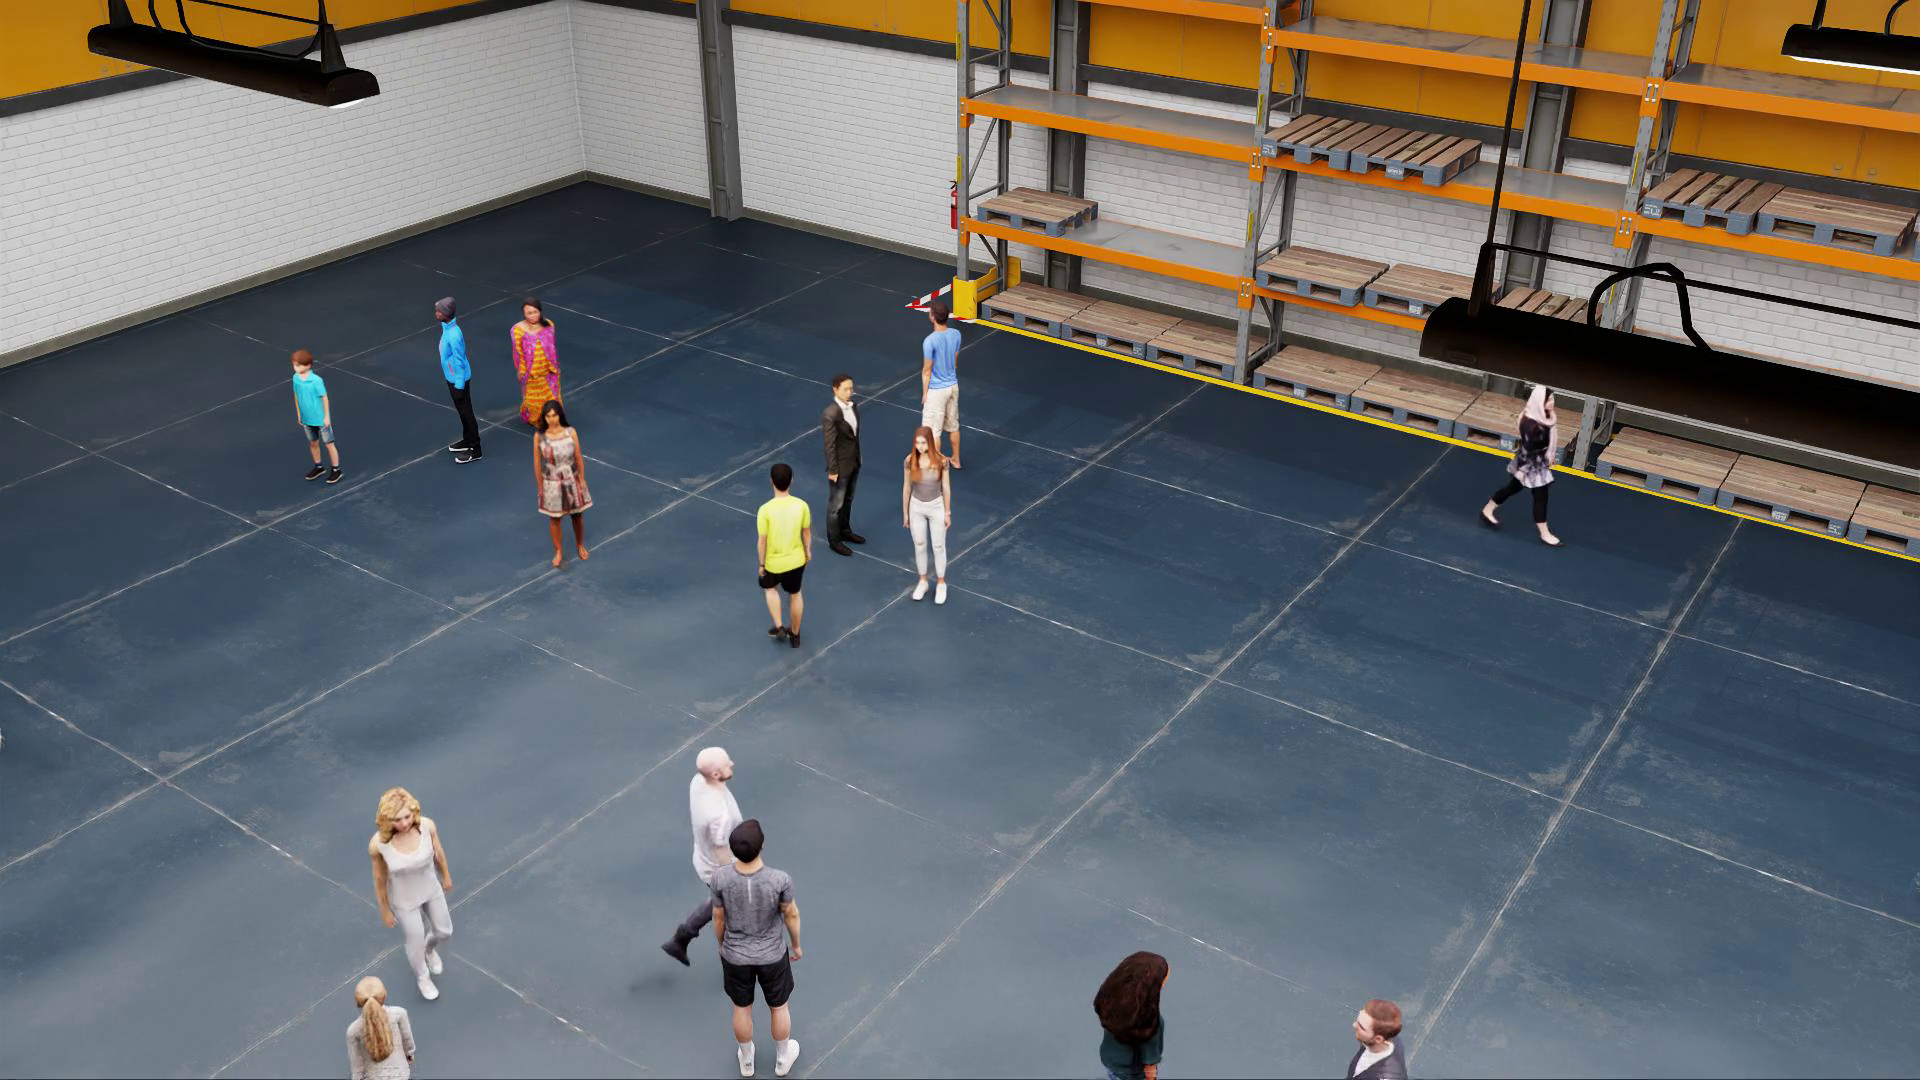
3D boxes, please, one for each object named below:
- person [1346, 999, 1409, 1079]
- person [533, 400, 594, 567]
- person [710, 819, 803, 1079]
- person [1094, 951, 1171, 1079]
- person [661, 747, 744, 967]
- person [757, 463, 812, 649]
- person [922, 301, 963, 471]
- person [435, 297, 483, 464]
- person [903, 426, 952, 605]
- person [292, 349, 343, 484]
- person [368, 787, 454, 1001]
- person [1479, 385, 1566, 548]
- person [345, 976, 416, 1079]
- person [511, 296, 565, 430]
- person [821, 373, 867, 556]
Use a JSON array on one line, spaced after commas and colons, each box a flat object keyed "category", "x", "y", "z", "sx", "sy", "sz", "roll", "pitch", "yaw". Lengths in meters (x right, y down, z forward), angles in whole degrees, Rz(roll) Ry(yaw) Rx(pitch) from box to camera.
[{"category": "person", "x": 2.195, "y": 3.115, "z": 8.574, "sx": 0.988, "sy": 1.923, "sz": 0.889, "roll": 3, "pitch": 29, "yaw": 5}, {"category": "person", "x": -3.736, "y": -0.561, "z": 15.602, "sx": 0.729, "sy": 1.646, "sz": 0.755, "roll": -8, "pitch": 30, "yaw": -15}, {"category": "person", "x": -1.218, "y": 2.433, "z": 9.878, "sx": 0.689, "sy": 1.871, "sz": 0.797, "roll": 0, "pitch": 29, "yaw": 1}, {"category": "person", "x": 0.878, "y": 2.953, "z": 9.210, "sx": 0.784, "sy": 1.598, "sz": 0.728, "roll": -17, "pitch": 33, "yaw": -28}, {"category": "person", "x": -1.600, "y": 2.082, "z": 10.583, "sx": 1.039, "sy": 1.813, "sz": 1.037, "roll": -10, "pitch": 30, "yaw": -18}, {"category": "person", "x": -1.480, "y": 0.180, "z": 14.194, "sx": 0.765, "sy": 1.694, "sz": 0.799, "roll": -10, "pitch": 30, "yaw": -18}, {"category": "person", "x": -0.184, "y": -1.569, "z": 17.225, "sx": 0.681, "sy": 1.861, "sz": 0.627, "roll": -25, "pitch": 37, "yaw": -38}, {"category": "person", "x": -5.284, "y": -1.707, "z": 17.548, "sx": 0.748, "sy": 1.794, "sz": 0.631, "roll": -14, "pitch": 32, "yaw": -25}, {"category": "person", "x": -0.283, "y": -0.254, "z": 14.967, "sx": 0.610, "sy": 1.716, "sz": 0.728, "roll": 4, "pitch": 29, "yaw": 8}, {"category": "person", "x": -6.655, "y": -1.297, "z": 17.158, "sx": 0.493, "sy": 1.448, "sz": 0.632, "roll": 9, "pitch": 30, "yaw": 15}, {"category": "person", "x": -3.489, "y": 2.185, "z": 10.562, "sx": 0.747, "sy": 1.653, "sz": 0.793, "roll": -17, "pitch": 33, "yaw": -29}, {"category": "person", "x": 5.420, "y": -0.755, "z": 16.014, "sx": 1.098, "sy": 1.592, "sz": 0.650, "roll": 17, "pitch": 33, "yaw": 28}, {"category": "person", "x": -3.234, "y": 3.041, "z": 9.402, "sx": 0.625, "sy": 1.261, "sz": 0.651, "roll": -17, "pitch": 33, "yaw": -28}, {"category": "person", "x": -4.569, "y": -1.870, "z": 17.991, "sx": 0.829, "sy": 1.656, "sz": 1.016, "roll": -19, "pitch": 34, "yaw": -30}, {"category": "person", "x": -1.122, "y": -0.750, "z": 15.789, "sx": 0.584, "sy": 1.800, "sz": 0.702, "roll": 14, "pitch": 32, "yaw": 24}]
